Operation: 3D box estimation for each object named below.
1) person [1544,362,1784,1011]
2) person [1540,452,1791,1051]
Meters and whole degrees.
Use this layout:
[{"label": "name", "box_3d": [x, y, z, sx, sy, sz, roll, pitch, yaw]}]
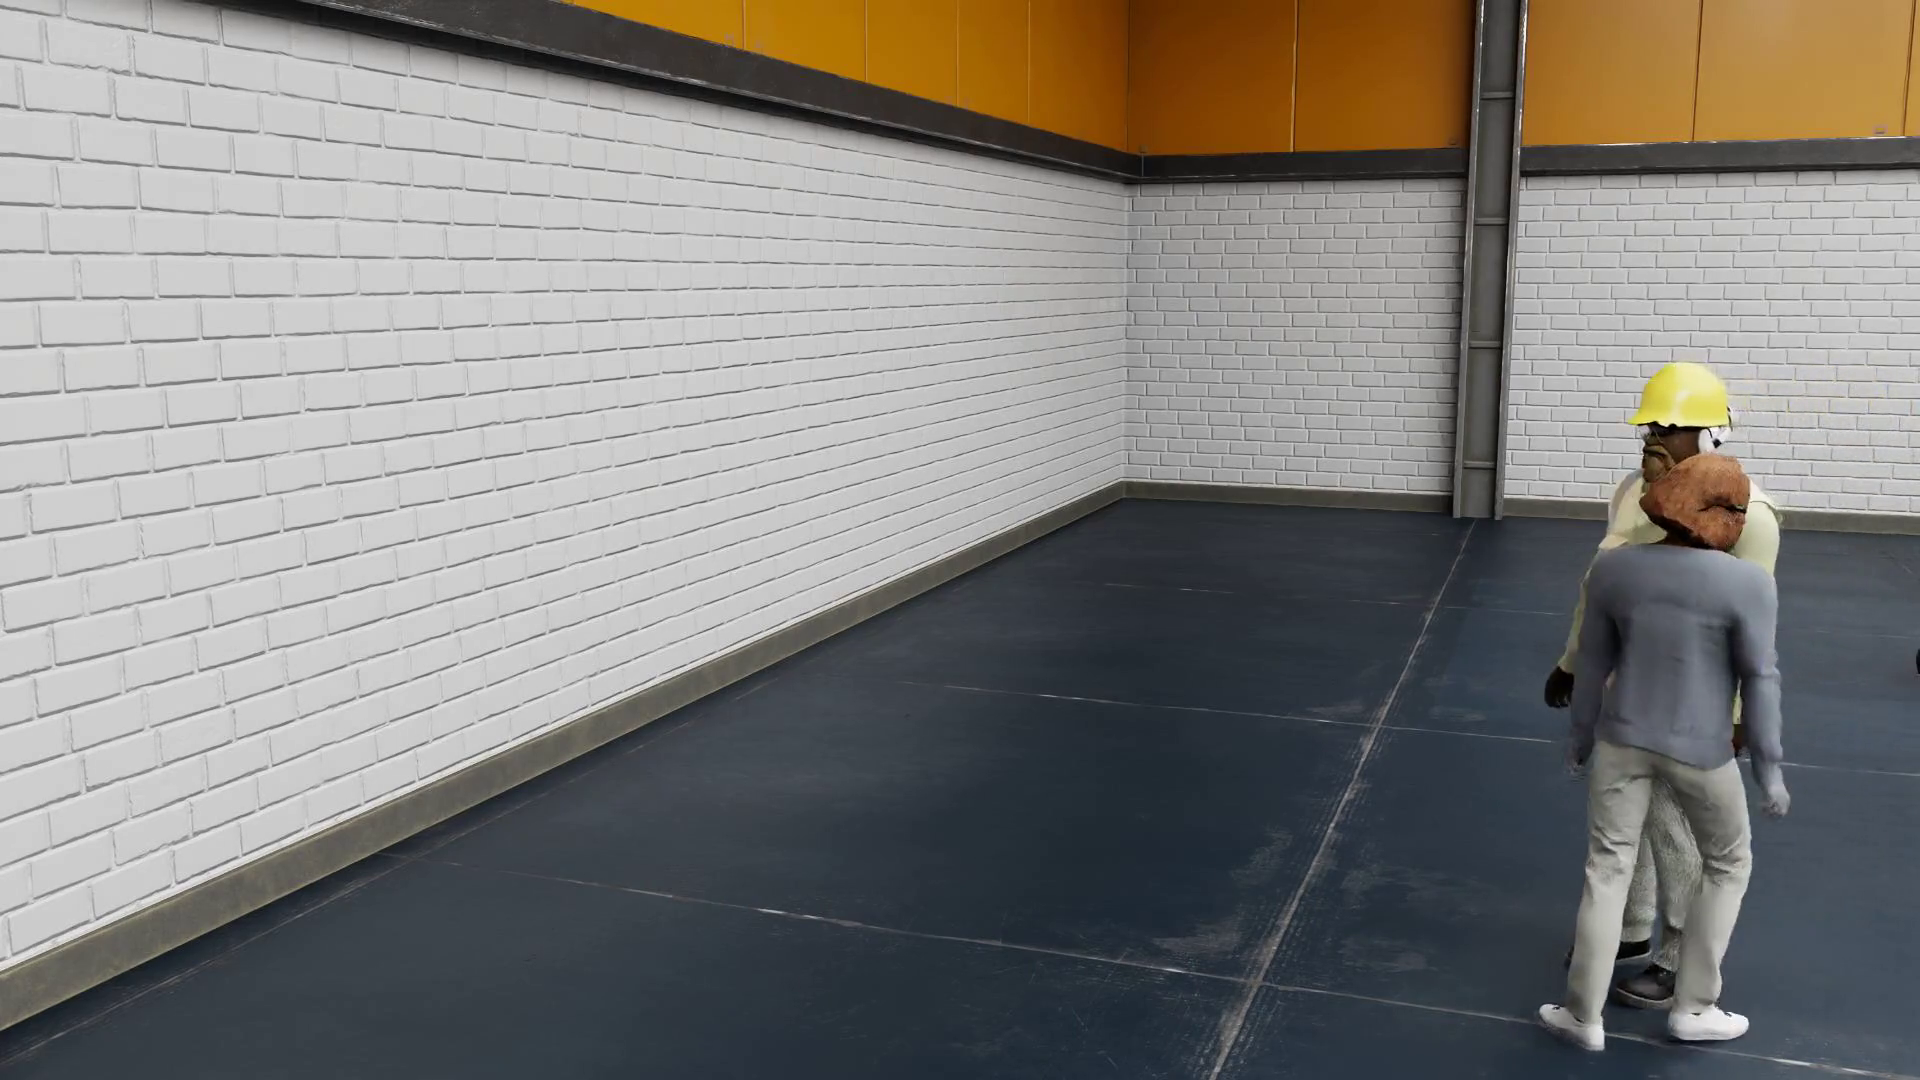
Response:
[{"label": "person", "box_3d": [2.025, 0.402, 4.822, 0.442, 1.827, 0.614, -2, 9, -15]}, {"label": "person", "box_3d": [1.896, 0.574, 4.410, 0.584, 1.597, 0.488, 9, 13, 44]}]
